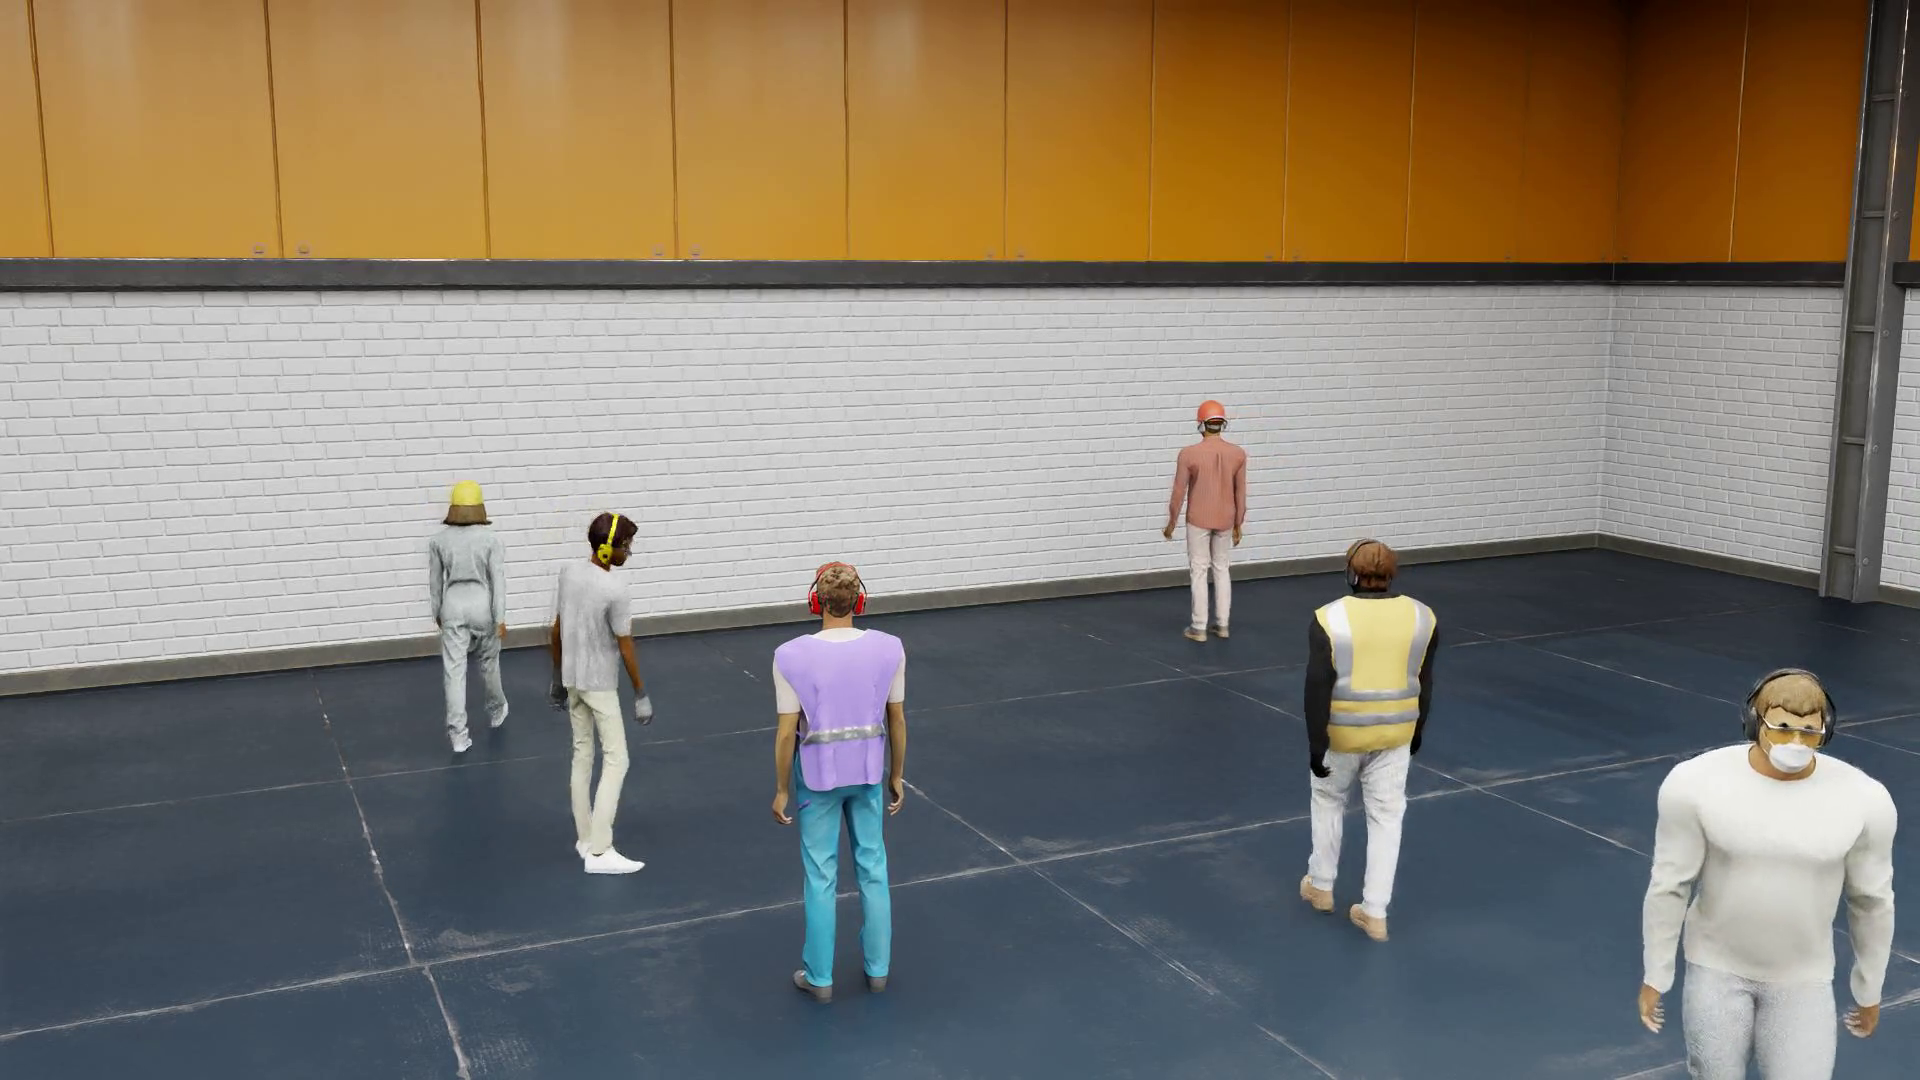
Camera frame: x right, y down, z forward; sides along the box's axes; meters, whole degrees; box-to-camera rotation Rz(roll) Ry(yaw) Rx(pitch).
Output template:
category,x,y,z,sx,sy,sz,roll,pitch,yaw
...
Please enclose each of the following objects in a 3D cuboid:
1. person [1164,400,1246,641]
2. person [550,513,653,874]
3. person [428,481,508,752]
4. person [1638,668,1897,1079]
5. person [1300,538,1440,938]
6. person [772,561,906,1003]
category,x,y,z,sx,sy,sz,roll,pitch,yaw
person,2.041,-0.160,13.714,0.624,1.991,0.419,-3,10,-19
person,-1.854,0.769,8.455,0.647,1.839,0.362,6,11,35
person,-3.165,0.462,10.751,0.506,1.687,0.891,0,9,-3
person,2.367,1.295,4.913,0.666,1.918,0.424,4,10,23
person,1.867,0.881,7.773,0.649,1.818,0.745,-1,9,-4
person,-0.495,1.008,6.916,0.575,1.843,0.375,-4,10,-21
